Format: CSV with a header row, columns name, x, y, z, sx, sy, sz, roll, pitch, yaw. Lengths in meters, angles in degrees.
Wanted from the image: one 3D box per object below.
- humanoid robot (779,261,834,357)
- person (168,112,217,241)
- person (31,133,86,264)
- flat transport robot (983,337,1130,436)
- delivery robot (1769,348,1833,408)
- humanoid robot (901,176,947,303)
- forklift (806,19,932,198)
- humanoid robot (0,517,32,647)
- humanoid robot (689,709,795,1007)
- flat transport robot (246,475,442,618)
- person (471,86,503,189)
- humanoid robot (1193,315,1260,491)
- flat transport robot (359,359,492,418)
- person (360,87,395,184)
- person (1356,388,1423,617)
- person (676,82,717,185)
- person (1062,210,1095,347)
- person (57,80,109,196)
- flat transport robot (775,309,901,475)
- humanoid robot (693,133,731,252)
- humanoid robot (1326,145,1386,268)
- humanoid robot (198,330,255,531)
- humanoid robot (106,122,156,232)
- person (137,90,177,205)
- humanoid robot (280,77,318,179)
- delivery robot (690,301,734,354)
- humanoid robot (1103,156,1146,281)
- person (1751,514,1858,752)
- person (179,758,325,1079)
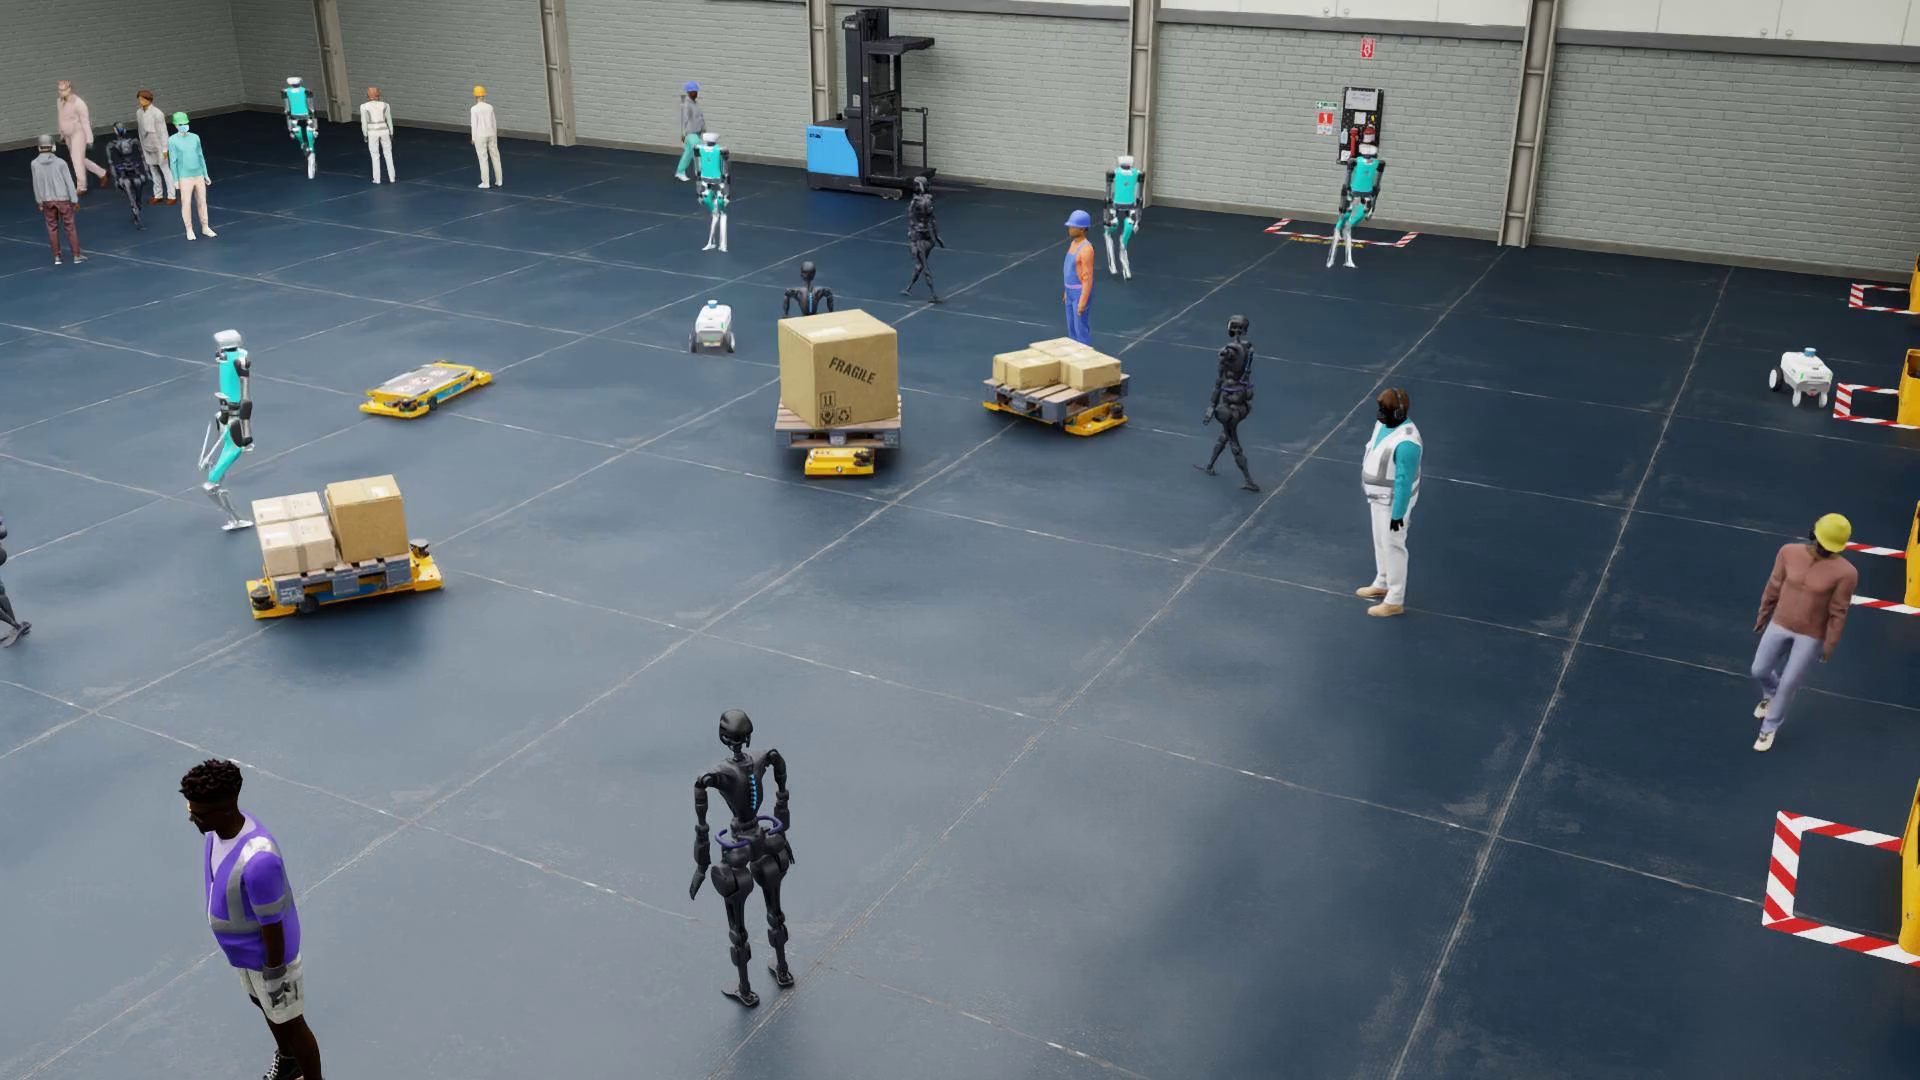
name,x,y,z,sx,sy,sz,roll,pitch,yaw
humanoid robot,-1.558,-2.042,17.165,0.590,1.634,0.686,-7,24,-16
person,-11.450,-5.421,24.748,0.357,1.872,0.527,20,30,39
person,-12.695,-4.793,23.376,0.549,1.806,0.380,-5,24,-11
flat transport robot,0.994,-1.396,17.413,1.431,0.231,0.659,20,30,39
delivery robot,9.112,-1.774,17.954,0.499,0.614,0.791,4,23,8
humanoid robot,-0.465,-3.895,21.515,0.796,1.635,0.600,15,27,31
forklift,-1.573,-7.292,27.850,1.873,2.768,1.129,12,26,25
humanoid robot,-7.267,0.002,12.377,0.338,1.641,0.608,-18,29,-35
humanoid robot,-1.110,1.624,8.581,0.599,1.657,0.315,-16,28,-33
flat transport robot,-5.002,0.293,13.481,1.431,0.231,0.659,-11,26,-24
person,-8.082,-6.844,28.284,0.468,1.696,0.330,-21,31,-40
humanoid robot,2.505,-1.291,15.450,0.786,1.626,0.587,19,30,37
flat transport robot,-5.767,-1.640,17.980,0.659,0.231,1.431,8,25,19
person,-10.015,-6.967,28.655,0.519,1.634,0.312,-13,26,-27
person,3.322,-0.303,12.906,0.432,1.833,0.639,-1,23,-2
person,-4.594,-7.009,28.625,0.910,1.729,0.552,8,24,17
person,1.290,-2.689,18.343,0.362,1.912,0.515,-7,24,-16
person,-14.755,-6.766,27.875,0.647,1.877,0.786,15,27,31
flat transport robot,-1.186,-0.974,16.431,0.659,0.231,1.431,-1,23,-2
humanoid robot,-3.473,-5.017,23.987,0.561,1.774,0.797,6,24,13
humanoid robot,5.462,-4.639,23.117,0.578,1.779,0.828,-3,23,-7
humanoid robot,-6.413,-0.872,14.391,0.704,1.827,0.539,-20,30,-39
humanoid robot,-12.680,-5.569,25.427,0.599,1.639,0.789,-21,31,-39
person,-13.089,-6.374,27.023,0.502,1.833,0.369,7,24,15
humanoid robot,-11.553,-7.284,29.364,0.540,1.814,0.979,-3,23,-8
delivery robot,-2.915,-2.538,19.692,0.499,0.580,0.757,0,23,-1
humanoid robot,2.159,-4.329,22.367,0.544,1.731,0.973,-2,23,-5
person,5.550,0.583,10.960,0.453,1.728,0.546,-19,30,-37
person,-3.255,1.864,7.693,0.381,1.957,0.600,-20,30,-39
